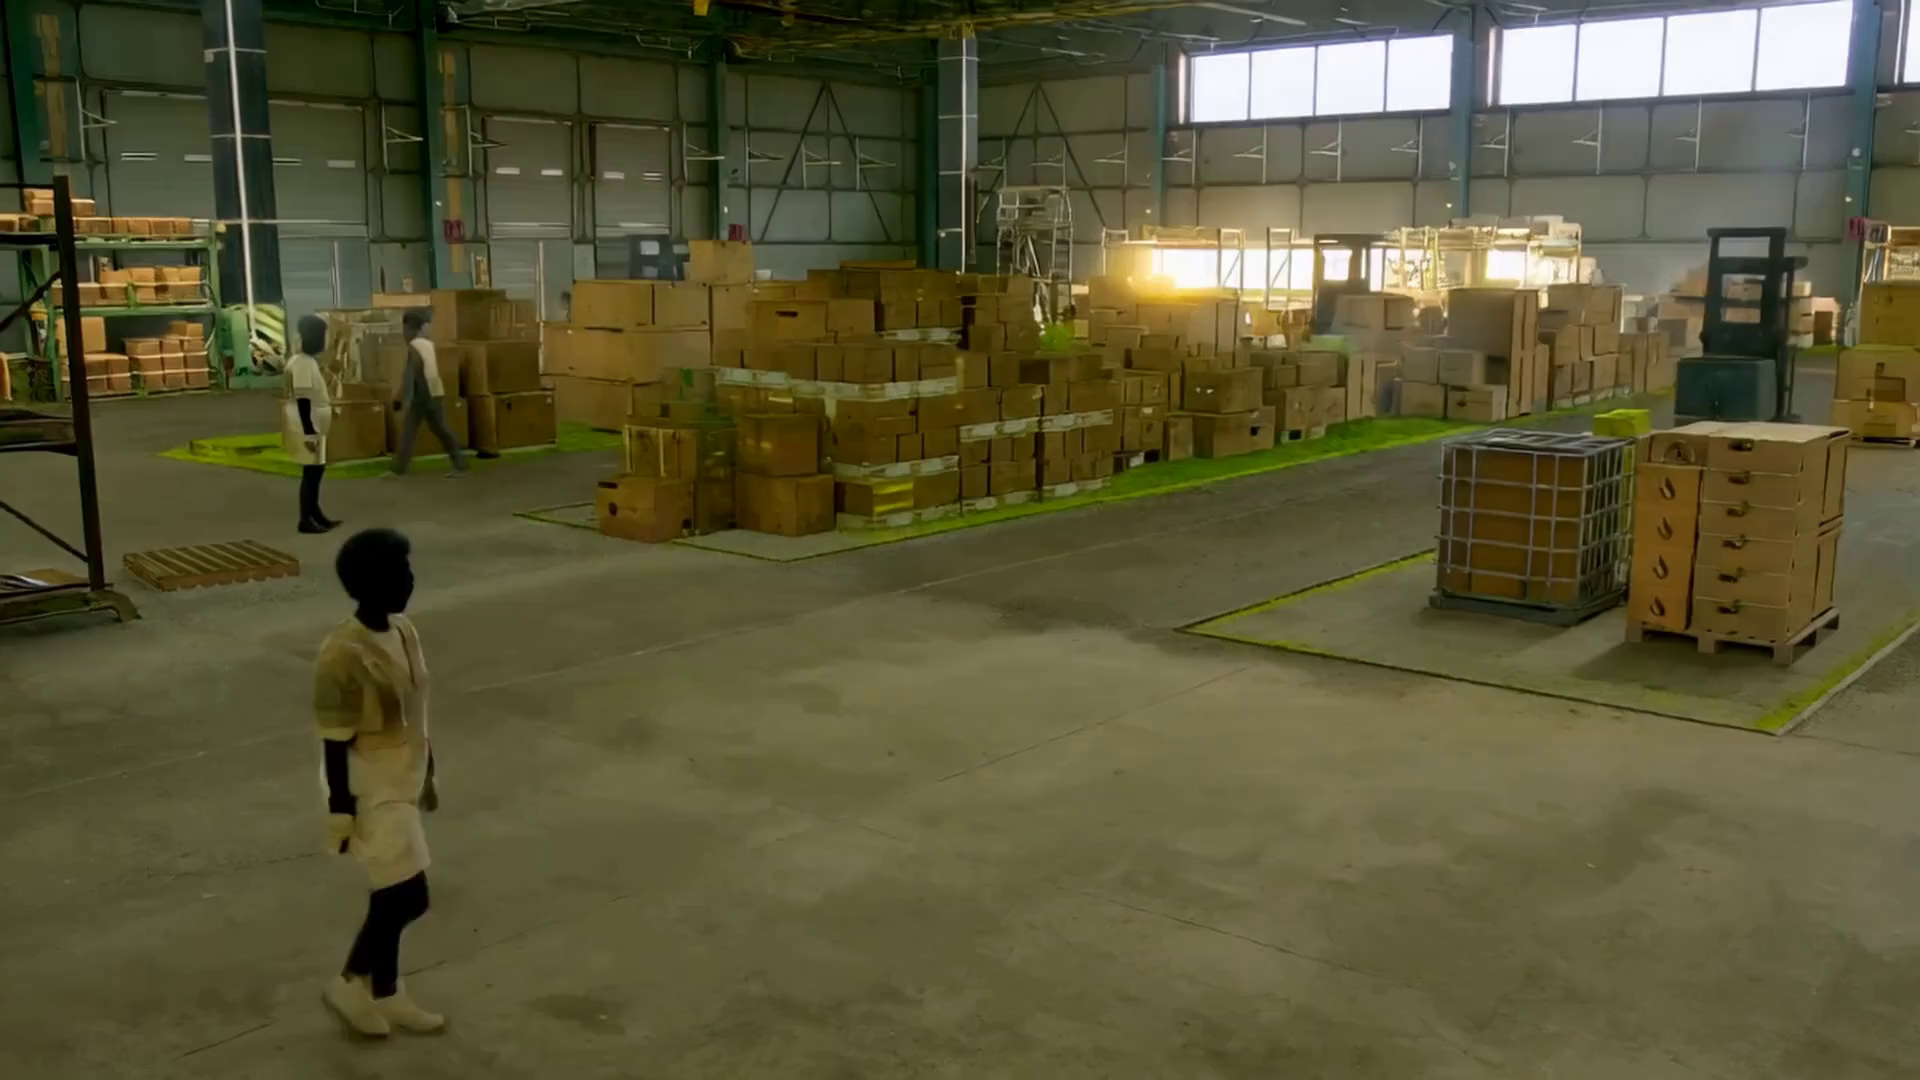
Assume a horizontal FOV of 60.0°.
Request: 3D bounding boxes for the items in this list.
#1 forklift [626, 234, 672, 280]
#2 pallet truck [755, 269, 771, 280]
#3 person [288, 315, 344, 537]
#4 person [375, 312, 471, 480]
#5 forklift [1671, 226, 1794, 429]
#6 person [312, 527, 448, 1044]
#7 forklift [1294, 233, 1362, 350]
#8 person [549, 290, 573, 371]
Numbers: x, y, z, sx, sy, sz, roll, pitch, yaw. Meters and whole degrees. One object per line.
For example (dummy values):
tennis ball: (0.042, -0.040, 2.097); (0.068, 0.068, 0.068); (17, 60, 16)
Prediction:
forklift: (-6.265, -4.802, 33.734); (1.873, 2.768, 1.129); (8, 13, 40)
pallet truck: (-4.996, -6.432, 45.525); (1.885, 1.965, 0.823); (-6, 12, -32)
person: (-5.741, -1.006, 14.752); (0.376, 1.957, 0.617); (-2, 10, -13)
person: (-5.910, -1.571, 18.290); (1.033, 1.862, 0.586); (-2, 10, -10)
forklift: (10.466, -2.802, 22.344); (1.129, 2.768, 1.873); (8, 13, 40)
person: (-1.813, 0.791, 5.266); (0.367, 1.682, 0.552); (1, 10, 3)
forklift: (7.376, -4.620, 32.697); (1.129, 2.768, 1.873); (-2, 10, -9)
person: (-6.018, -2.917, 25.804); (0.575, 1.887, 0.962); (8, 12, 37)
